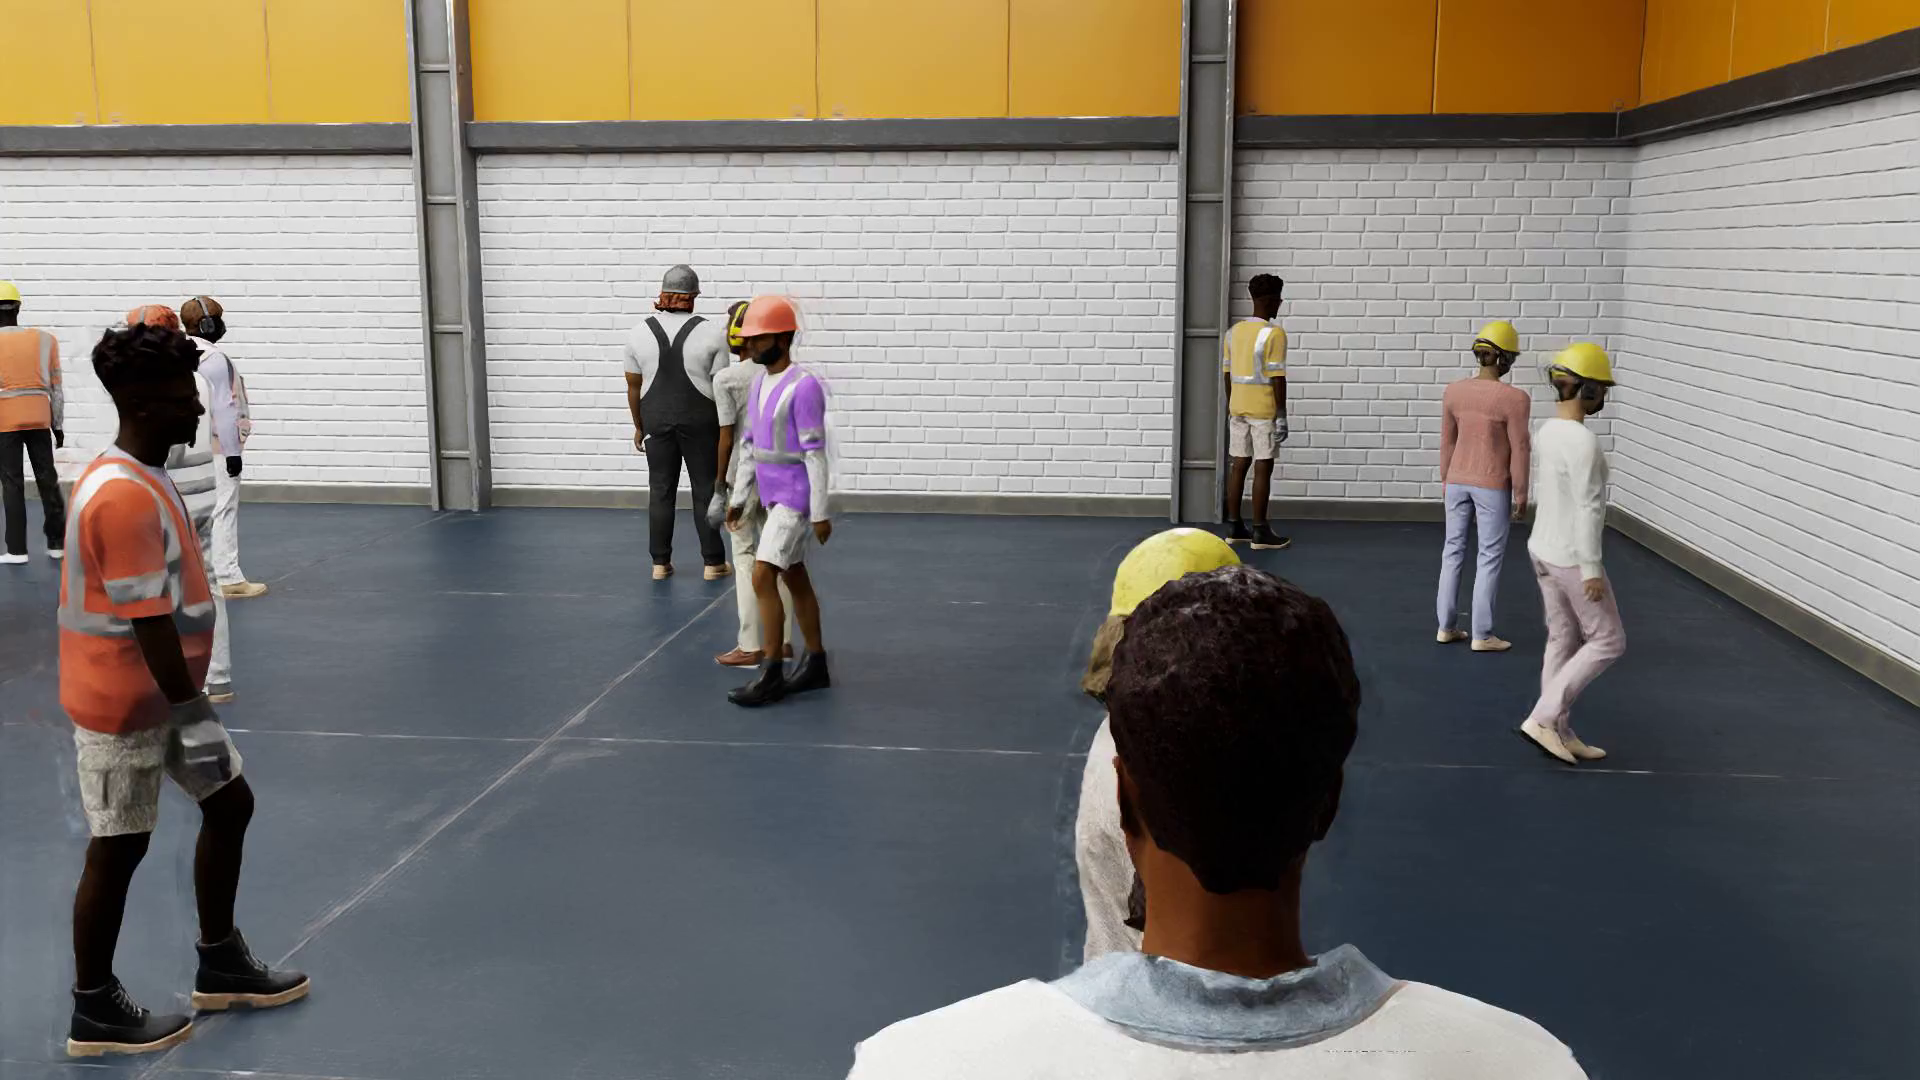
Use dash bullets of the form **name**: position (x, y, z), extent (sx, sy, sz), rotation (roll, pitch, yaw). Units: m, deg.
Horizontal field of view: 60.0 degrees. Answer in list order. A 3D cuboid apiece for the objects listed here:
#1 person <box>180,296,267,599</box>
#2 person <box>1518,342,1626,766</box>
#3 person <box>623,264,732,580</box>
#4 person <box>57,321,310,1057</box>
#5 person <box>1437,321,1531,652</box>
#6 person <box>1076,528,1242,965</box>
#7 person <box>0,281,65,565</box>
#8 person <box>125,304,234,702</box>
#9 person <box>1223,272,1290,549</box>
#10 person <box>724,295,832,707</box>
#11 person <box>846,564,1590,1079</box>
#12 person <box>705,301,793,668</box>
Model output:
- **person**: position (-4.569, -0.561, 10.191), extent (0.626, 1.846, 0.429), rotation (9, 13, 41)
- **person**: position (2.525, 0.073, 6.803), extent (0.369, 1.749, 0.553), rotation (0, 10, 0)
- **person**: position (-1.790, -0.764, 10.786), extent (0.684, 2.000, 0.535), rotation (1, 10, 6)
- **person**: position (-2.065, 0.401, 4.400), extent (0.757, 1.935, 0.613), rotation (-3, 10, -15)
- **person**: position (2.785, -0.279, 8.832), extent (0.344, 1.756, 0.532), rotation (-8, 13, -38)
- **person**: position (0.236, 0.825, 2.633), extent (0.834, 1.704, 0.494), rotation (1, 10, 8)
- **person**: position (-6.383, -0.786, 11.269), extent (0.381, 1.917, 0.585), rotation (8, 13, 40)
- **person**: position (-3.579, -0.128, 7.592), extent (0.337, 1.883, 0.584), rotation (0, 10, 3)
- **person**: position (2.132, -0.923, 11.906), extent (0.364, 1.964, 0.611), rotation (-6, 11, -29)
- **person**: position (-0.914, -0.183, 7.818), extent (0.743, 1.910, 0.559), rotation (-5, 11, -28)
- **person**: position (0.156, 0.944, 1.459), extent (0.618, 1.874, 0.938), rotation (-2, 10, -10)
- **person**: position (-1.069, -0.271, 8.478), extent (0.368, 1.870, 0.568), rotation (9, 13, 41)
